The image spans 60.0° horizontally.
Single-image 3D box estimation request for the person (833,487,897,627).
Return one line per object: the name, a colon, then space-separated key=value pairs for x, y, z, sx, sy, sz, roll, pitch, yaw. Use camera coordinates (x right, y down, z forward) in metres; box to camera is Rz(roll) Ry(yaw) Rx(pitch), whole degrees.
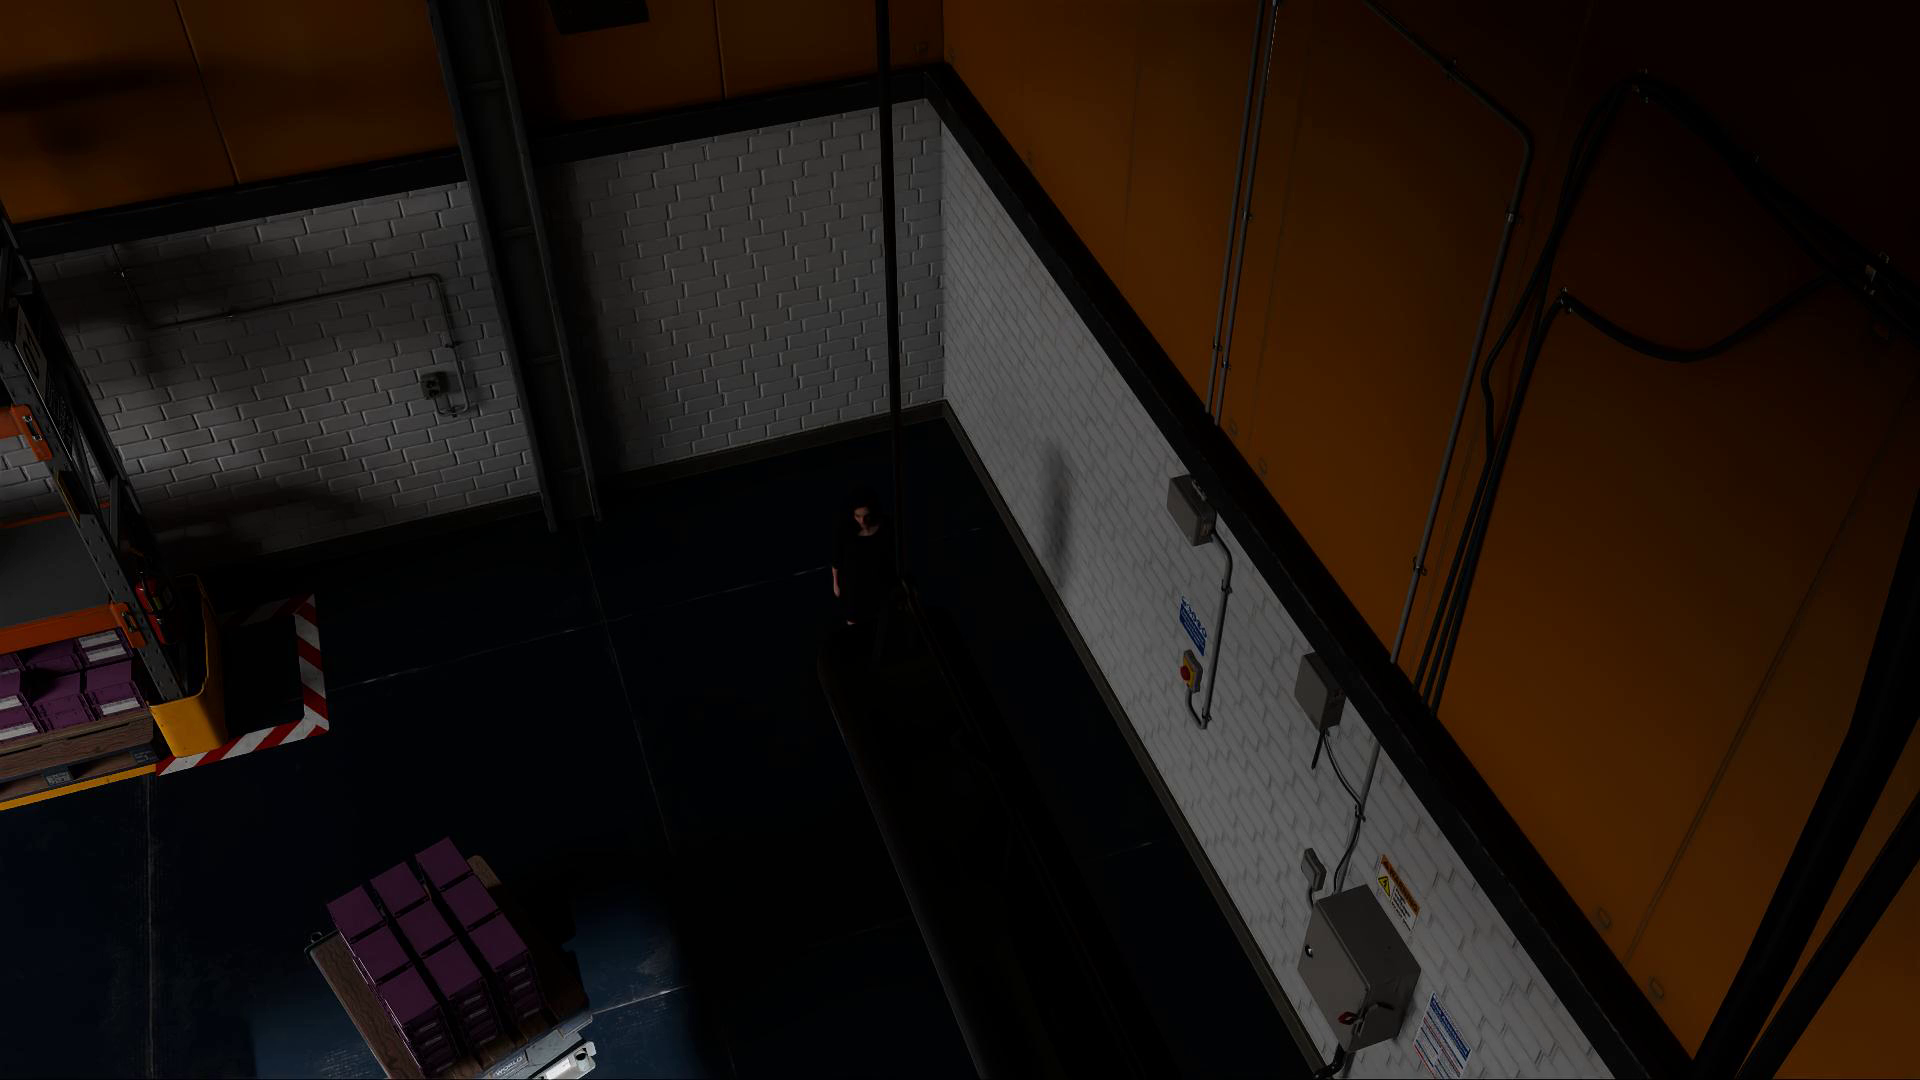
person: x=-0.566 y=0.257 z=10.584 sx=0.807 sy=1.785 sz=0.819 roll=-3 pitch=44 yaw=-3
